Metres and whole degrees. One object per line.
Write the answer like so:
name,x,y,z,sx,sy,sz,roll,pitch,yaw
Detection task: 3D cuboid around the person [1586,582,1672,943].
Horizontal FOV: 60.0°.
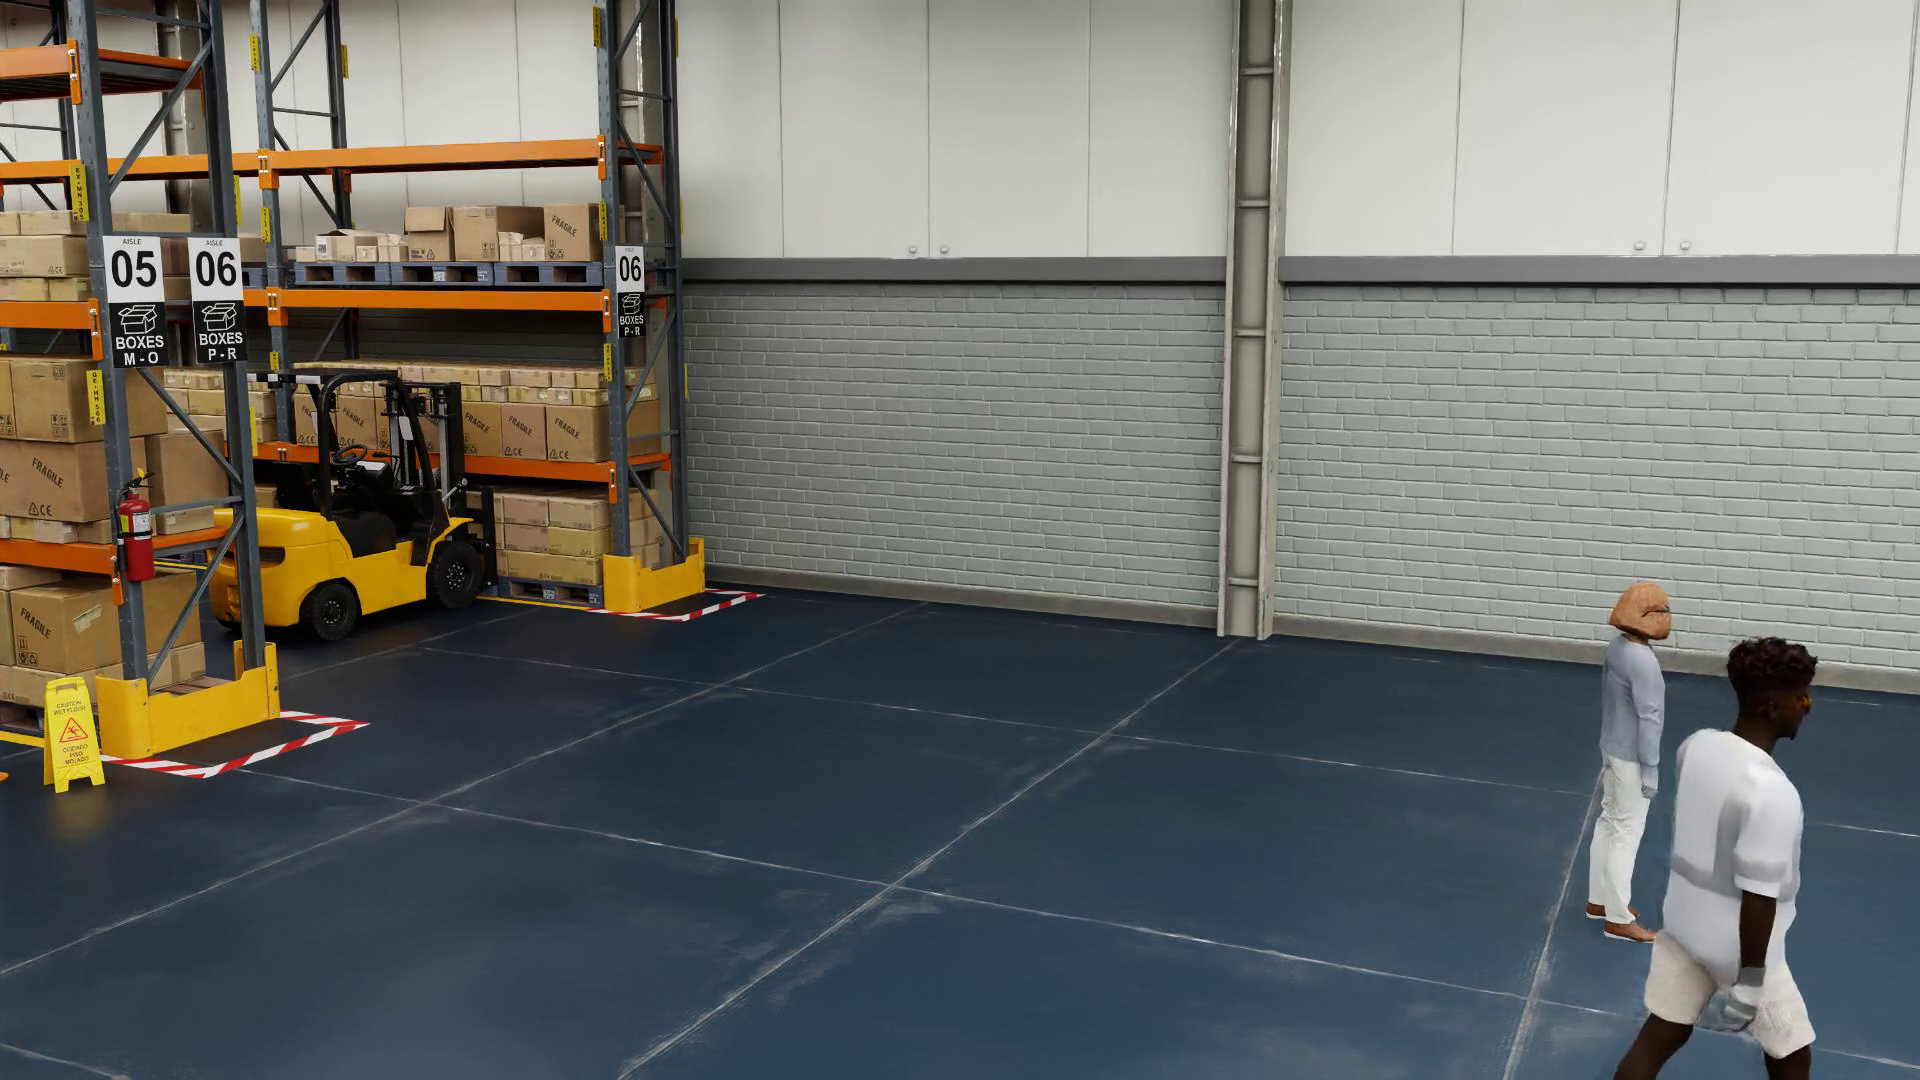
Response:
person,3.058,0.995,7.571,0.271,1.631,0.509,1,9,3

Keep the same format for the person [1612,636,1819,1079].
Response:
person,2.489,1.238,5.263,1.008,1.901,0.606,-1,9,-6
